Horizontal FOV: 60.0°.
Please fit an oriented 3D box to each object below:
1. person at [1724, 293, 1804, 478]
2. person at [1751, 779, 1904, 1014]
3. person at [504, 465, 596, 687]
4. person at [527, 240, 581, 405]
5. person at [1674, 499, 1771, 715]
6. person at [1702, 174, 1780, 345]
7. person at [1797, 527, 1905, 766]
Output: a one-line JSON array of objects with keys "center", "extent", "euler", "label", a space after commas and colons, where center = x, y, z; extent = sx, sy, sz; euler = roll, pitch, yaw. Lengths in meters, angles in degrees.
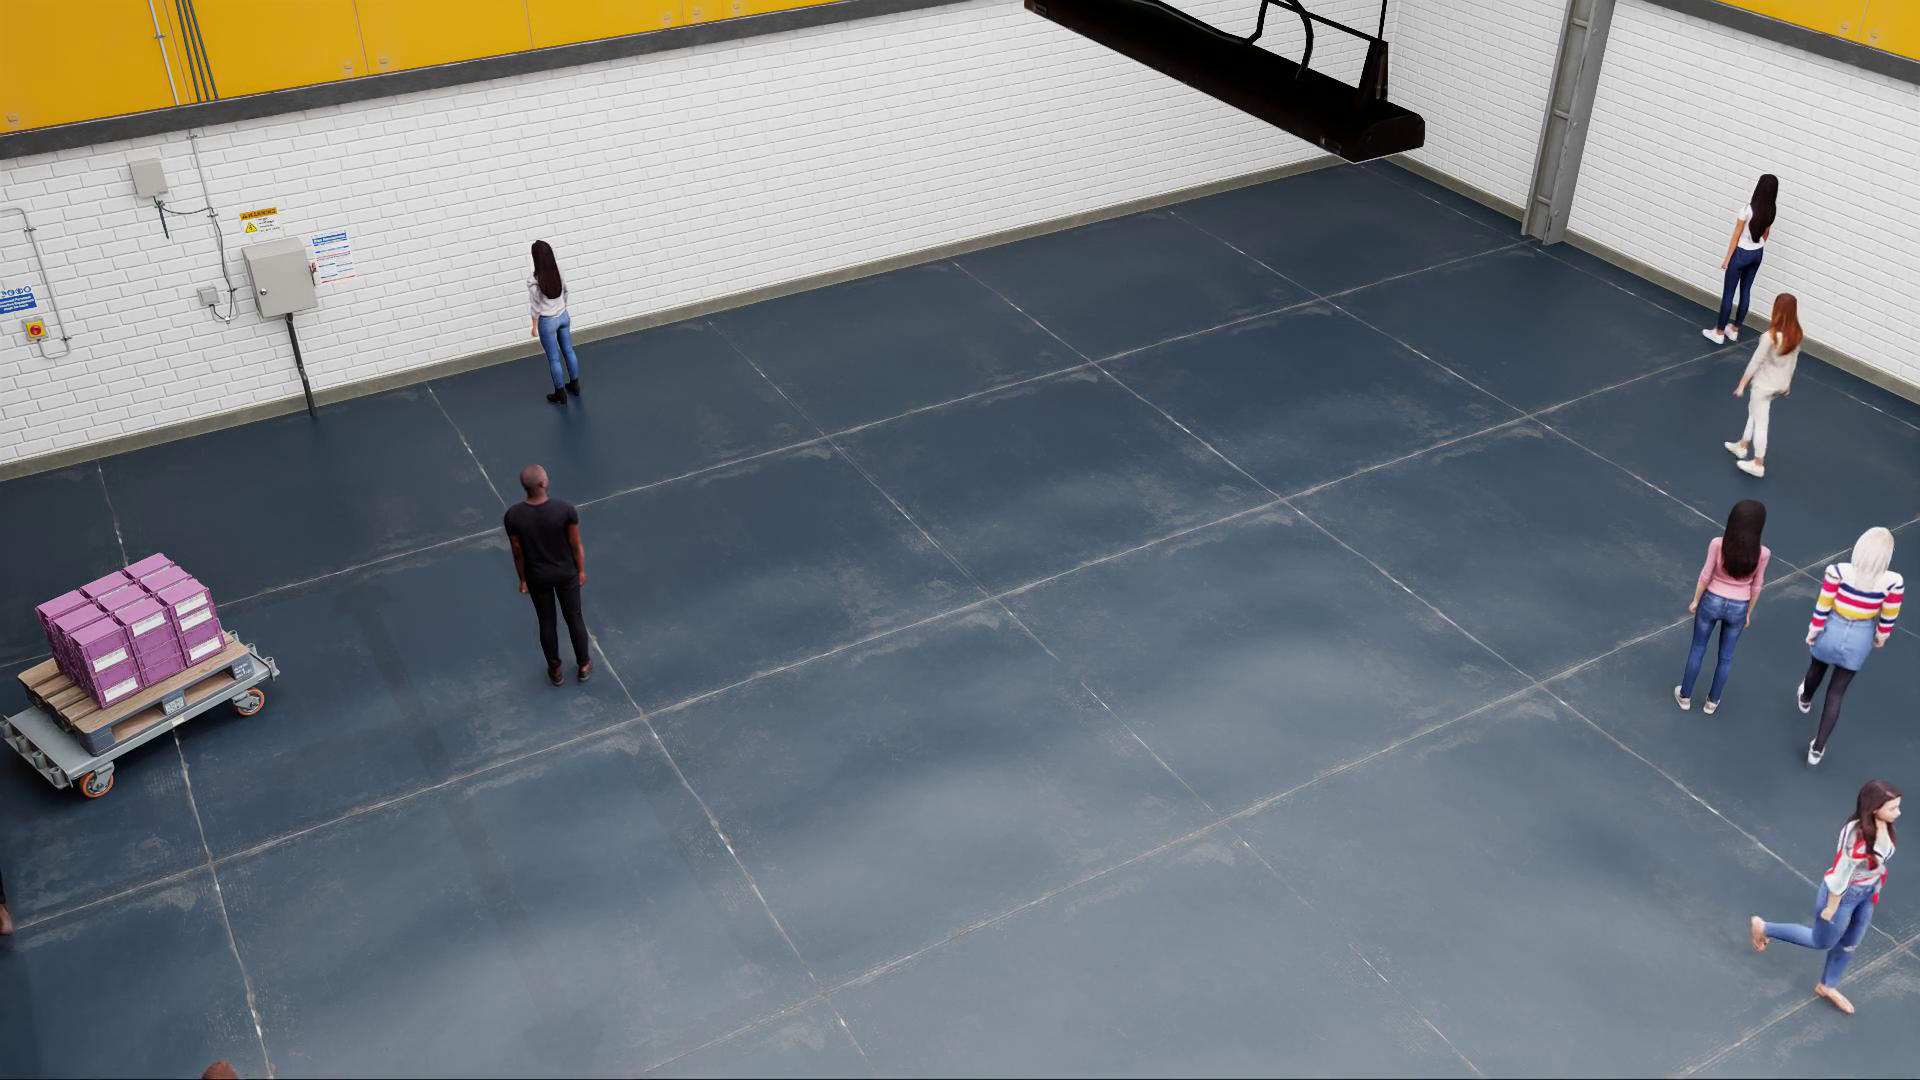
[{"center": [7.148, -1.319, 14.553], "extent": [0.670, 1.693, 0.810], "euler": [-13, 36, -19], "label": "person"}, {"center": [5.068, 2.003, 9.639], "extent": [0.644, 1.598, 0.929], "euler": [-22, 39, -29], "label": "person"}, {"center": [-2.960, 0.265, 12.057], "extent": [0.737, 1.817, 0.698], "euler": [-6, 34, -8], "label": "person"}, {"center": [-3.843, -2.074, 15.742], "extent": [0.665, 1.633, 0.676], "euler": [20, 38, 27], "label": "person"}, {"center": [5.420, 0.473, 11.812], "extent": [0.620, 1.742, 0.700], "euler": [13, 36, 18], "label": "person"}, {"center": [7.920, -2.828, 16.747], "extent": [0.624, 1.777, 0.578], "euler": [-10, 35, -15], "label": "person"}, {"center": [6.062, 0.738, 11.394], "extent": [1.152, 1.764, 1.090], "euler": [16, 37, 23], "label": "person"}]
